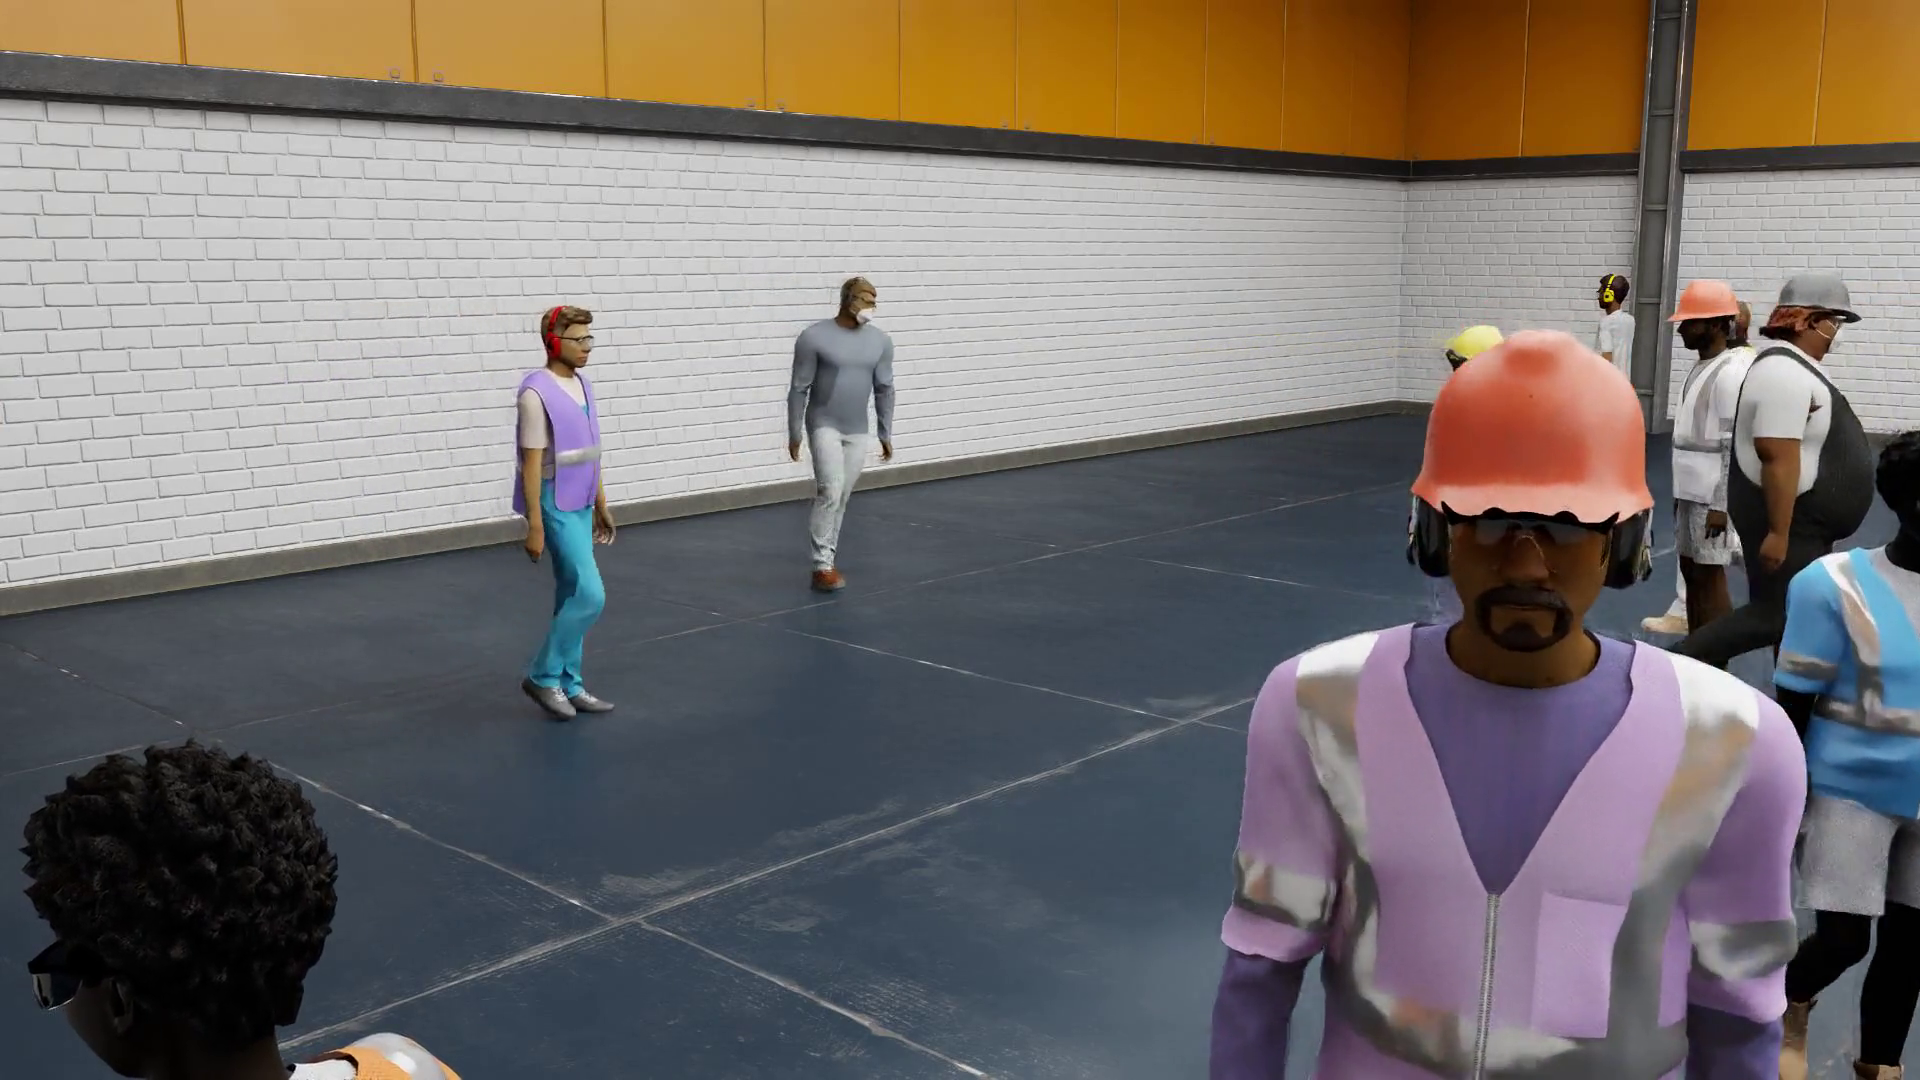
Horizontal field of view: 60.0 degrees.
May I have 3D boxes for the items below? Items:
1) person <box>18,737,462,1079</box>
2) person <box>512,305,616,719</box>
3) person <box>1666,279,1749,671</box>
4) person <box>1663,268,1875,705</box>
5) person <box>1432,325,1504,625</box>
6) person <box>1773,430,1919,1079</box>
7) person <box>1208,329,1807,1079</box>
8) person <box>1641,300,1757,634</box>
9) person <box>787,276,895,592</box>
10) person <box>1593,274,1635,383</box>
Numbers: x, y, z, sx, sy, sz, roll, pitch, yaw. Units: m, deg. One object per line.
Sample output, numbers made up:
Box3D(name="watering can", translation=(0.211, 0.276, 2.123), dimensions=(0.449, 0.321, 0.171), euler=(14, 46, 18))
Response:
Box3D(name="person", translation=(-0.578, 0.998, 1.400), dimensions=(0.318, 1.691, 0.532), euler=(3, 10, 14))
Box3D(name="person", translation=(-1.731, -0.111, 7.327), dimensions=(0.450, 1.830, 0.562), euler=(1, 10, 7))
Box3D(name="person", translation=(3.408, -0.229, 7.687), dimensions=(0.378, 1.932, 0.551), euler=(1, 10, 6))
Box3D(name="person", translation=(3.328, -0.142, 6.887), dimensions=(0.798, 2.000, 0.695), euler=(6, 11, 29))
Box3D(name="person", translation=(2.150, -0.027, 7.041), dimensions=(0.365, 1.751, 0.547), euler=(-1, 10, -4))
Box3D(name="person", translation=(2.119, 0.573, 3.801), dimensions=(0.551, 1.685, 0.393), euler=(0, 10, 1))
Box3D(name="person", translation=(0.597, 0.756, 1.937), dimensions=(0.629, 1.987, 1.037), euler=(4, 11, 24))
Box3D(name="person", translation=(4.119, -0.372, 8.839), dimensions=(0.738, 1.818, 0.633), euler=(5, 11, 25))
Box3D(name="person", translation=(-0.708, -0.642, 10.134), dimensions=(0.665, 1.900, 0.625), euler=(-7, 12, -33))
Box3D(name="person", translation=(5.151, -1.173, 13.248), dimensions=(0.328, 1.872, 0.514), euler=(9, 13, 42))
